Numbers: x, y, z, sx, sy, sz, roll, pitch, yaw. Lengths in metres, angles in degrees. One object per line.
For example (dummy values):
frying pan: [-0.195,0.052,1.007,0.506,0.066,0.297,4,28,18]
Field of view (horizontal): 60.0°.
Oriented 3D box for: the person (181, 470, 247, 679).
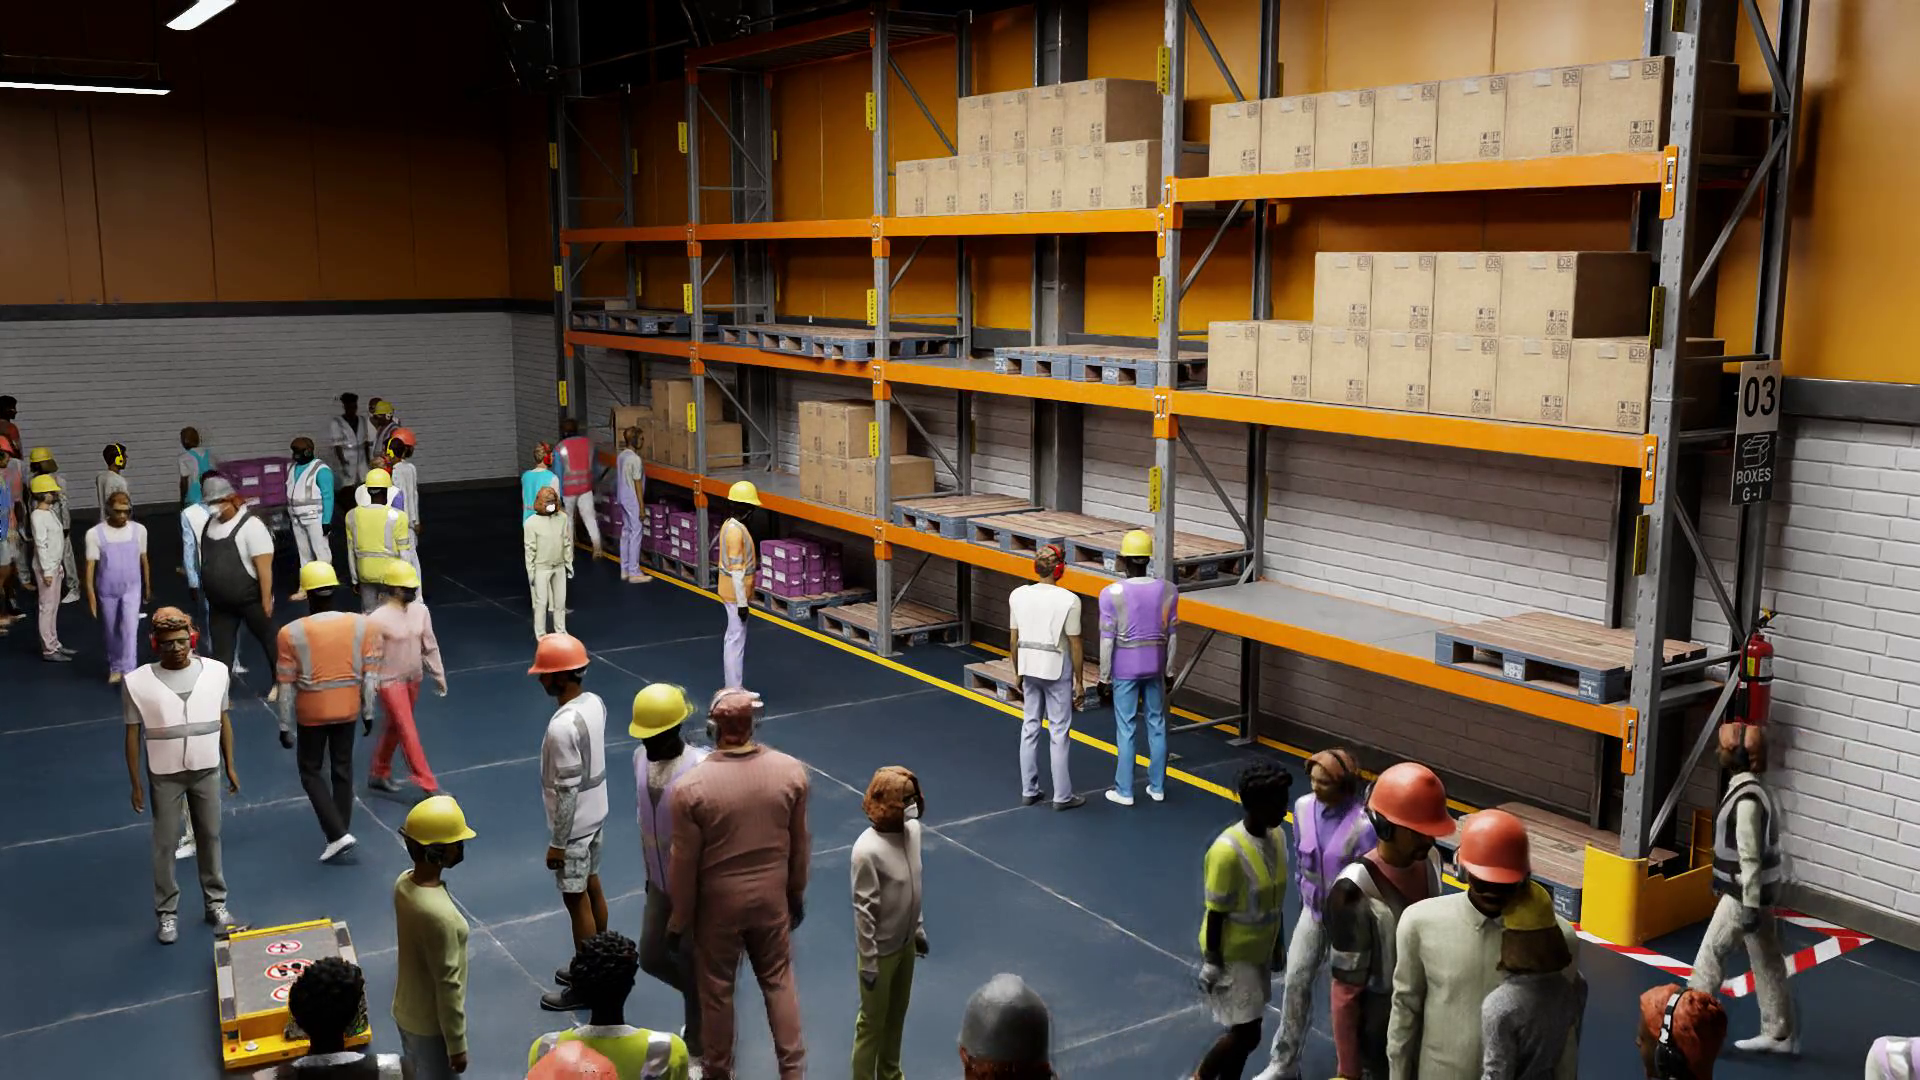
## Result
person: [-6.702,0.307,15.073,0.440,1.908,0.621,9,13,43]

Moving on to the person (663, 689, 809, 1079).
person: [-0.991,1.620,7.448,0.687,1.907,0.604,-5,11,-29]

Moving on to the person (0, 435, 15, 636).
person: [-9.746,-0.037,16.727,0.478,2.023,0.794,-2,10,-13]

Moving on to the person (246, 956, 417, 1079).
person: [-1.921,2.100,5.149,0.552,1.675,0.555,-3,10,-20]

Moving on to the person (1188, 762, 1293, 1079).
person: [1.225,1.759,7.125,0.361,1.675,0.547,8,12,39]

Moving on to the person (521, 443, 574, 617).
person: [-4.411,-0.107,17.612,0.563,1.848,0.391,7,12,36]

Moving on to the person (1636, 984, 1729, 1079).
person: [1.941,2.109,4.515,0.576,1.880,0.360,-6,11,-31]

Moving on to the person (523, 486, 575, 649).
person: [-3.938,0.287,15.959,0.296,1.622,0.504,9,13,41]

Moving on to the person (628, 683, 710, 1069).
person: [-1.285,1.559,7.687,0.595,1.894,0.524,7,12,37]

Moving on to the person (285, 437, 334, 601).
person: [-7.170,-0.221,18.307,0.634,1.839,0.429,5,11,29]

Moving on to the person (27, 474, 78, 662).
person: [-8.566,0.264,15.668,0.301,1.772,0.524,-3,10,-18]

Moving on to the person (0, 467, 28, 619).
person: [-10.085,-0.126,17.377,0.370,1.966,0.608,8,13,41]

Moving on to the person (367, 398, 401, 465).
person: [-8.170,-1.104,23.529,0.577,1.830,0.411,-2,10,-11]

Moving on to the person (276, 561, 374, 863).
person: [-3.965,1.084,10.430,0.593,1.916,0.508,-8,12,-38]

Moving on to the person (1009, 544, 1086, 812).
person: [0.594,0.946,11.430,0.564,1.848,0.388,6,12,33]

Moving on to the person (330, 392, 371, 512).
person: [-8.414,-1.087,23.093,0.510,1.937,0.622,7,12,37]

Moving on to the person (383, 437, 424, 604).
person: [-6.081,-0.190,18.072,0.328,1.862,0.509,4,11,23]

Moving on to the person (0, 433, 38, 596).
person: [-10.715,-0.289,18.718,0.341,1.840,0.504,6,12,33]

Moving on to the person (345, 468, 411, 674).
person: [-5.200,0.315,14.943,0.584,1.918,0.408,1,10,6]

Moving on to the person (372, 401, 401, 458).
person: [-7.901,-1.016,23.021,0.403,1.824,0.593,-8,12,-38]

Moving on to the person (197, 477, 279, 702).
person: [-6.057,0.424,13.932,0.805,2.000,1.022,4,10,21]

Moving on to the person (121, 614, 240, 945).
person: [-4.353,1.307,9.315,0.569,1.844,0.377,-8,13,-40]

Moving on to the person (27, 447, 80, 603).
person: [-10.013,-0.163,18.287,0.486,1.735,0.338,2,10,11]

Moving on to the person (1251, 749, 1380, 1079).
person: [1.664,1.732,7.537,0.780,1.598,0.521,-9,13,-41]

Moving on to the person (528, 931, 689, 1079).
person: [-1.099,2.072,5.289,0.533,1.694,0.320,1,10,3]

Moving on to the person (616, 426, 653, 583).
person: [-3.830,-0.413,19.440,0.336,1.839,0.512,-7,12,-35]

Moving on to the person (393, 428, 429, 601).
person: [-6.110,-0.264,18.310,0.557,1.928,0.401,7,12,36]

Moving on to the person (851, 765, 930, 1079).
person: [-0.296,1.769,7.224,0.279,1.634,0.497,5,11,27]

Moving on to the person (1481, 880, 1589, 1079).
person: [1.891,1.988,5.644,0.483,1.736,0.311,-6,12,-33]

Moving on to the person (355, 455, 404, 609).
person: [-5.740,0.078,16.532,0.571,1.843,0.373,4,10,21]

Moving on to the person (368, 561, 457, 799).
person: [-3.846,0.988,11.577,0.955,1.707,0.538,5,11,27]

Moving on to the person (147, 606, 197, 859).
person: [-4.946,1.216,10.483,0.338,1.620,0.517,-8,12,-38]

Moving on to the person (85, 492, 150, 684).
person: [-7.379,0.448,14.574,0.532,1.784,0.985,-7,12,-35]

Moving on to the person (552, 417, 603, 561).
person: [-4.770,-0.625,20.786,0.633,1.813,0.840,-7,12,-35]

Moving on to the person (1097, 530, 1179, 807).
person: [1.218,0.889,11.529,0.589,1.927,0.388,-3,10,-17]

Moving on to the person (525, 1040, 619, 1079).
person: [-0.859,2.172,3.766,0.608,2.014,0.928,0,10,0]

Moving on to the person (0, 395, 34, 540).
person: [-12.738,-0.958,22.272,0.602,1.961,0.371,6,11,32]

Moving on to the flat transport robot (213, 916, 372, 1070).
flat transport robot: [-3.415,2.241,8.449,0.652,0.197,1.431,-5,11,-25]

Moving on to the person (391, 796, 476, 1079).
person: [-2.008,1.843,6.422,0.339,1.762,0.525,-6,12,-33]

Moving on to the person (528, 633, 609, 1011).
person: [-1.972,1.415,8.422,0.358,1.937,0.544,0,10,3]

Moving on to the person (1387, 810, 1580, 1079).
person: [1.764,1.863,5.654,0.617,1.986,0.414,2,10,14]

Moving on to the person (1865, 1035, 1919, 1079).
person: [3.096,2.116,5.229,0.528,1.627,0.325,3,10,19]

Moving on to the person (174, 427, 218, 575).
person: [-9.018,-0.443,19.794,0.835,1.792,0.550,5,11,28]

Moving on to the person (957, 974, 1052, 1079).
person: [0.132,2.070,4.269,0.686,2.000,1.075,-4,11,-24]

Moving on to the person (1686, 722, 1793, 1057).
person: [3.646,1.657,7.908,0.754,1.609,0.551,5,11,27]

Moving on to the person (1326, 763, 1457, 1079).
person: [1.576,1.779,6.029,0.612,2.029,0.407,-9,13,-43]

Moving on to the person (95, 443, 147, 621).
person: [-8.811,-0.079,17.416,0.512,1.862,0.329,6,12,33]

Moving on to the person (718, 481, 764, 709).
person: [-1.856,0.457,14.085,0.383,1.922,0.587,-1,10,-9]
